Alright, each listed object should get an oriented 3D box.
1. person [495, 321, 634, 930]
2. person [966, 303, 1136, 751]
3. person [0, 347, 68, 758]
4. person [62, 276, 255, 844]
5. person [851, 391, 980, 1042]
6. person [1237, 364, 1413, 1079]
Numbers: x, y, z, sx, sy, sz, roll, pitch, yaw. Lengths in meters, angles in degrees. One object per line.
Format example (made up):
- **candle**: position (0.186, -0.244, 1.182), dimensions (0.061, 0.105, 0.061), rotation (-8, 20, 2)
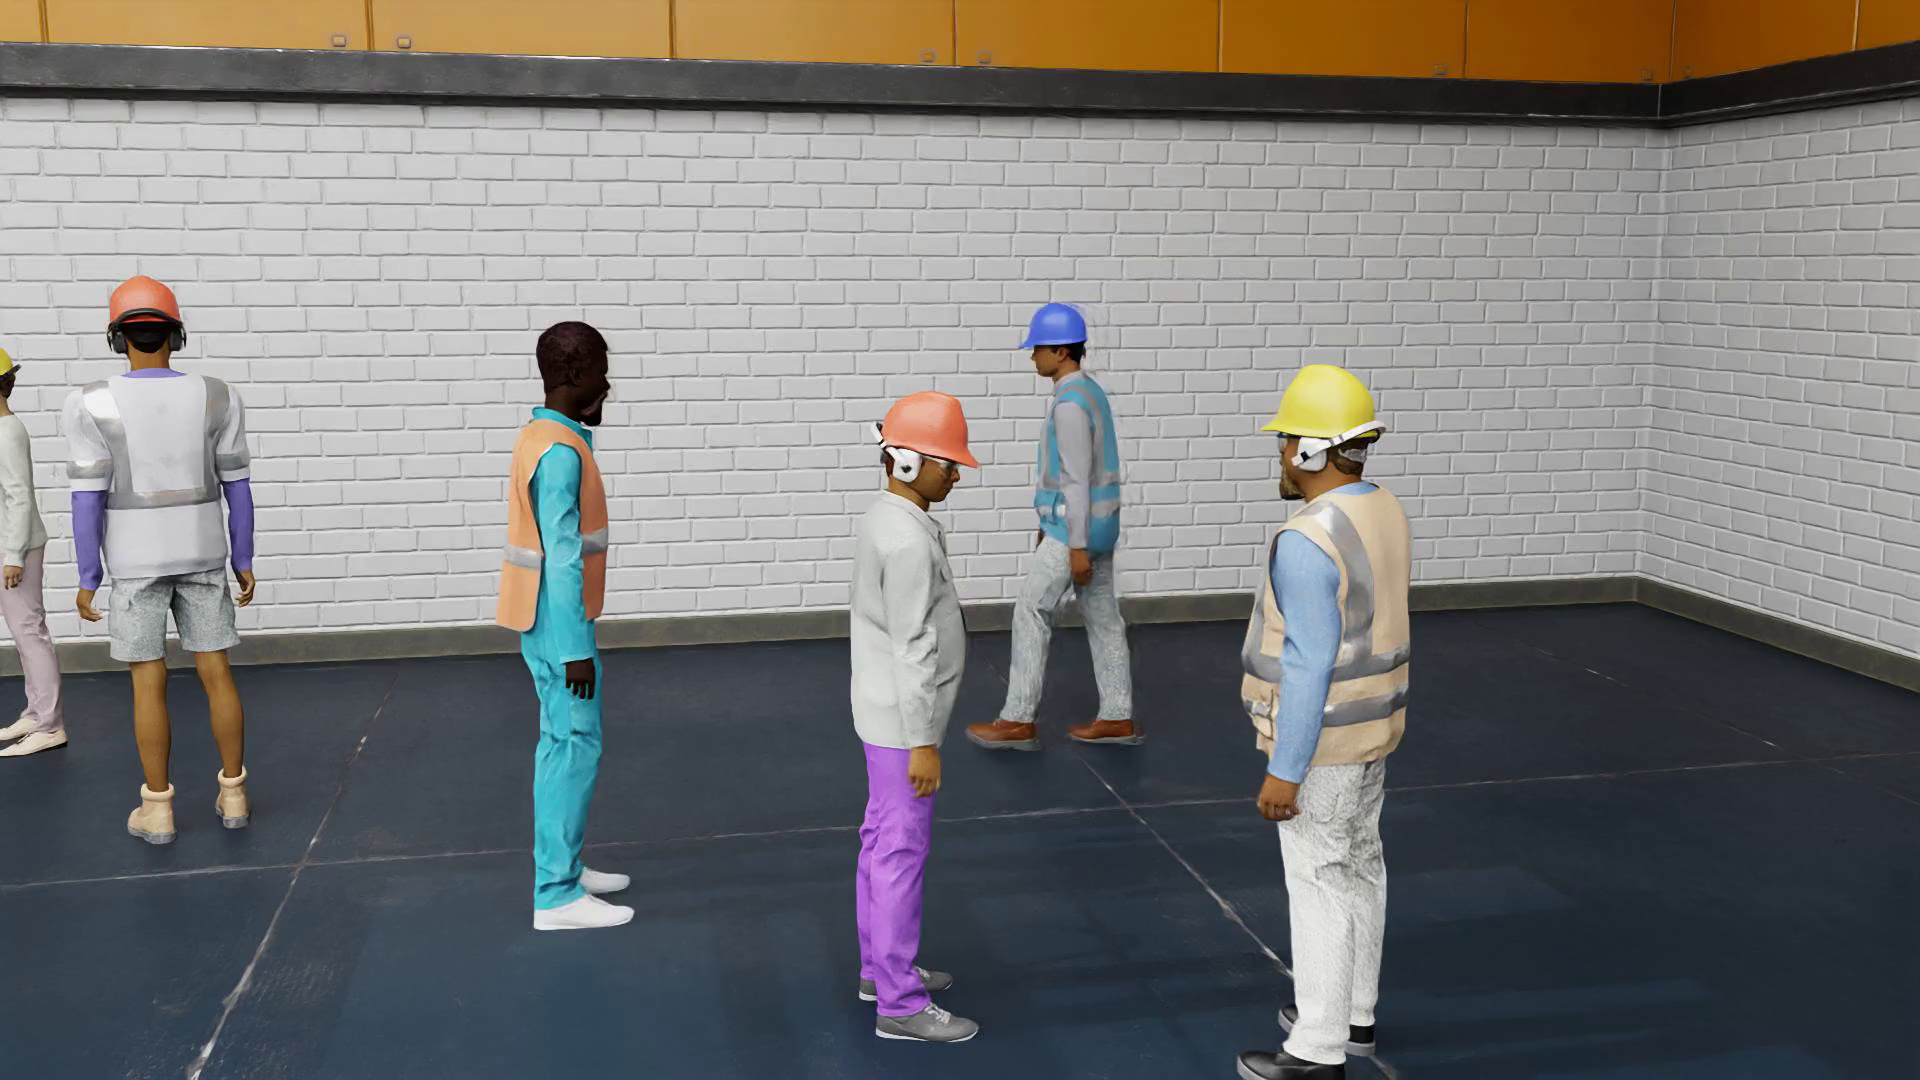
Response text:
- **person**: position (-1.258, 0.270, 5.248), dimensions (0.402, 1.907, 0.599), rotation (-3, 10, -16)
- **person**: position (0.387, -0.045, 7.148), dimensions (0.841, 1.915, 0.636), rotation (2, 10, 15)
- **person**: position (-4.067, 0.039, 7.077), dimensions (0.327, 1.767, 0.533), rotation (-6, 11, -34)
- **person**: position (-2.891, 0.071, 6.045), dimensions (0.614, 2.038, 0.395), rotation (-8, 12, -39)
- **person**: position (-0.120, 0.468, 4.527), dimensions (0.347, 1.742, 0.565), rotation (-1, 9, -9)
- **person**: position (0.908, 0.479, 4.190), dimensions (0.404, 1.833, 0.591), rotation (6, 11, 34)
